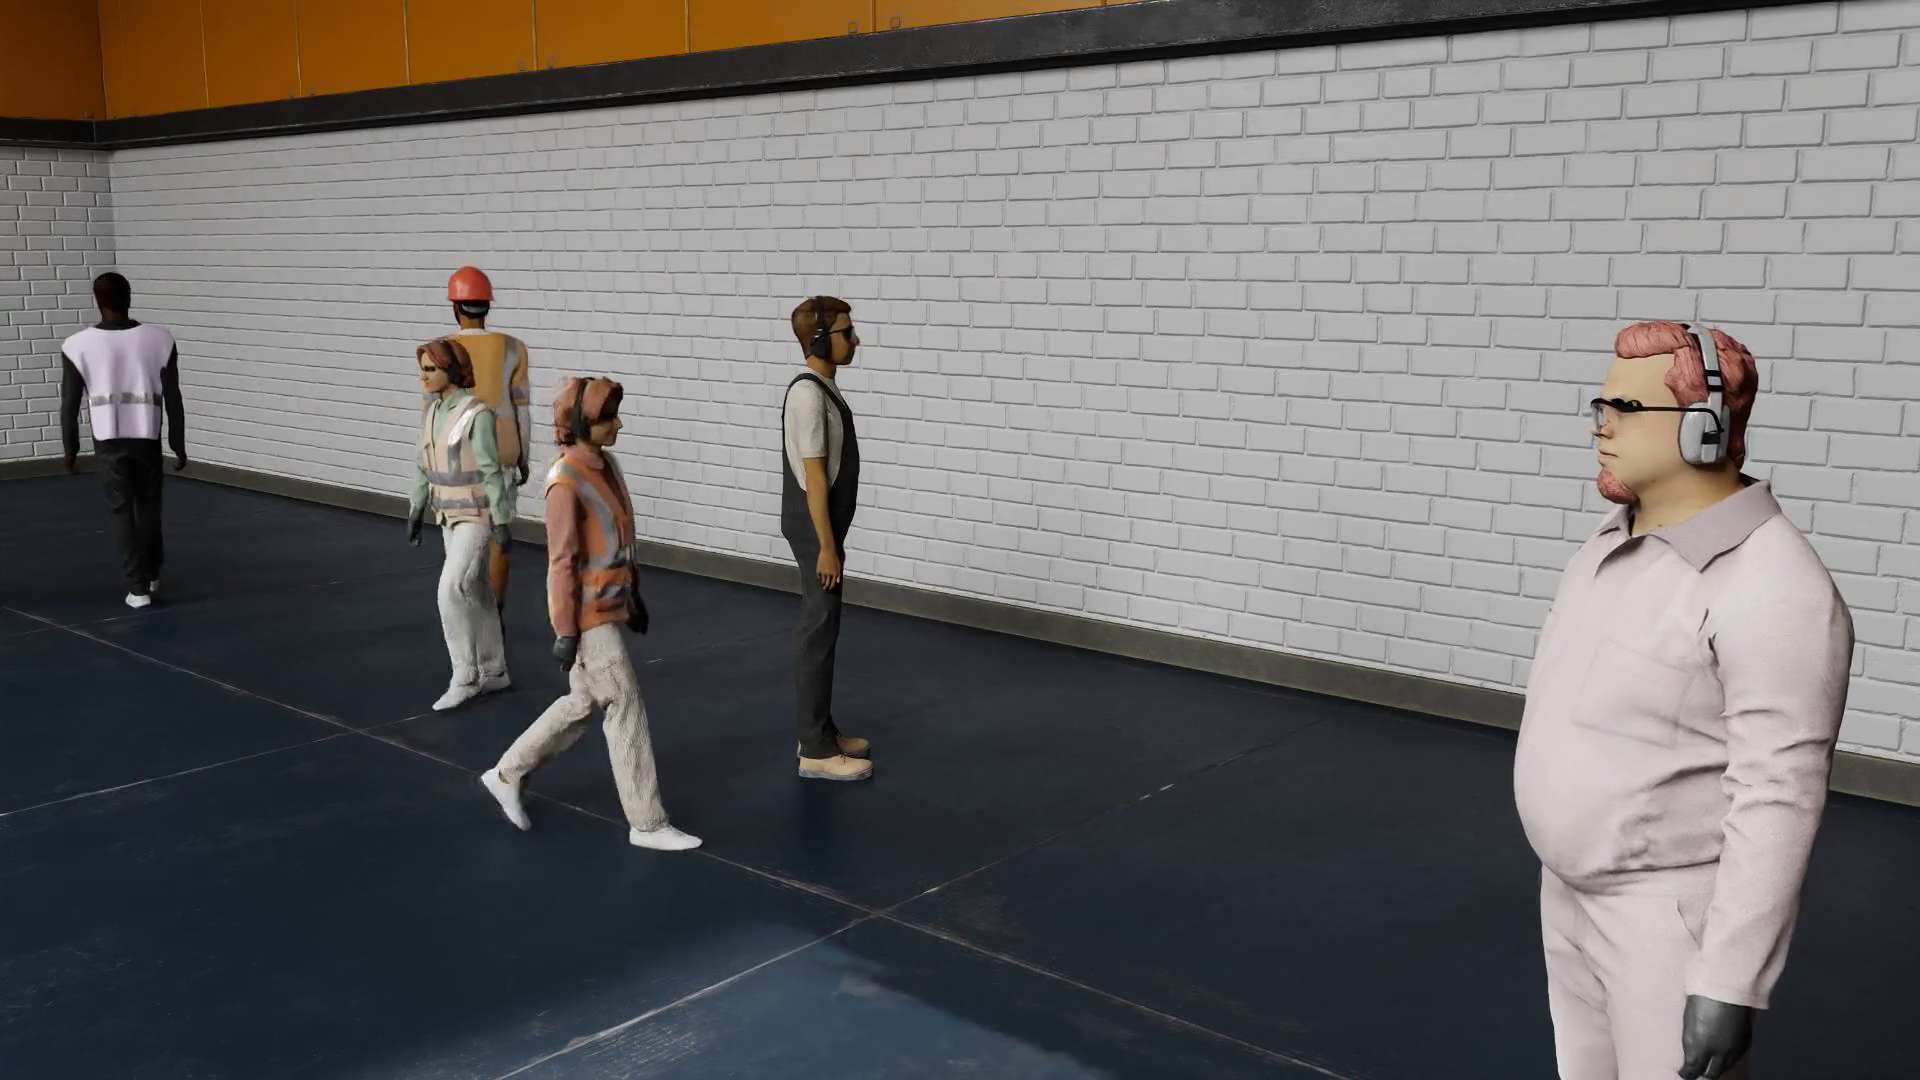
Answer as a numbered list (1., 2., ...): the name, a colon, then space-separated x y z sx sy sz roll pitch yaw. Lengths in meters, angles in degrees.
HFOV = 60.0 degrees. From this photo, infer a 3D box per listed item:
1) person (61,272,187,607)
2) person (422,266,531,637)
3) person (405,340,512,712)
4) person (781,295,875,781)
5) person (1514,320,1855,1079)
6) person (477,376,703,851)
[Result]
1. person: -4.799 -0.582 9.539 0.615 1.880 0.829 -7 12 -34
2. person: -2.494 -0.447 8.637 0.544 1.925 0.405 -4 11 -23
3. person: -2.247 -0.064 7.319 0.546 1.614 0.598 10 14 43
4. person: -0.512 -0.009 6.390 0.345 1.847 0.508 -1 10 -4
5. person: 1.114 0.599 2.747 0.407 1.910 0.639 -1 10 -5
6. person: -1.281 0.249 5.586 0.760 1.611 0.520 0 10 2
